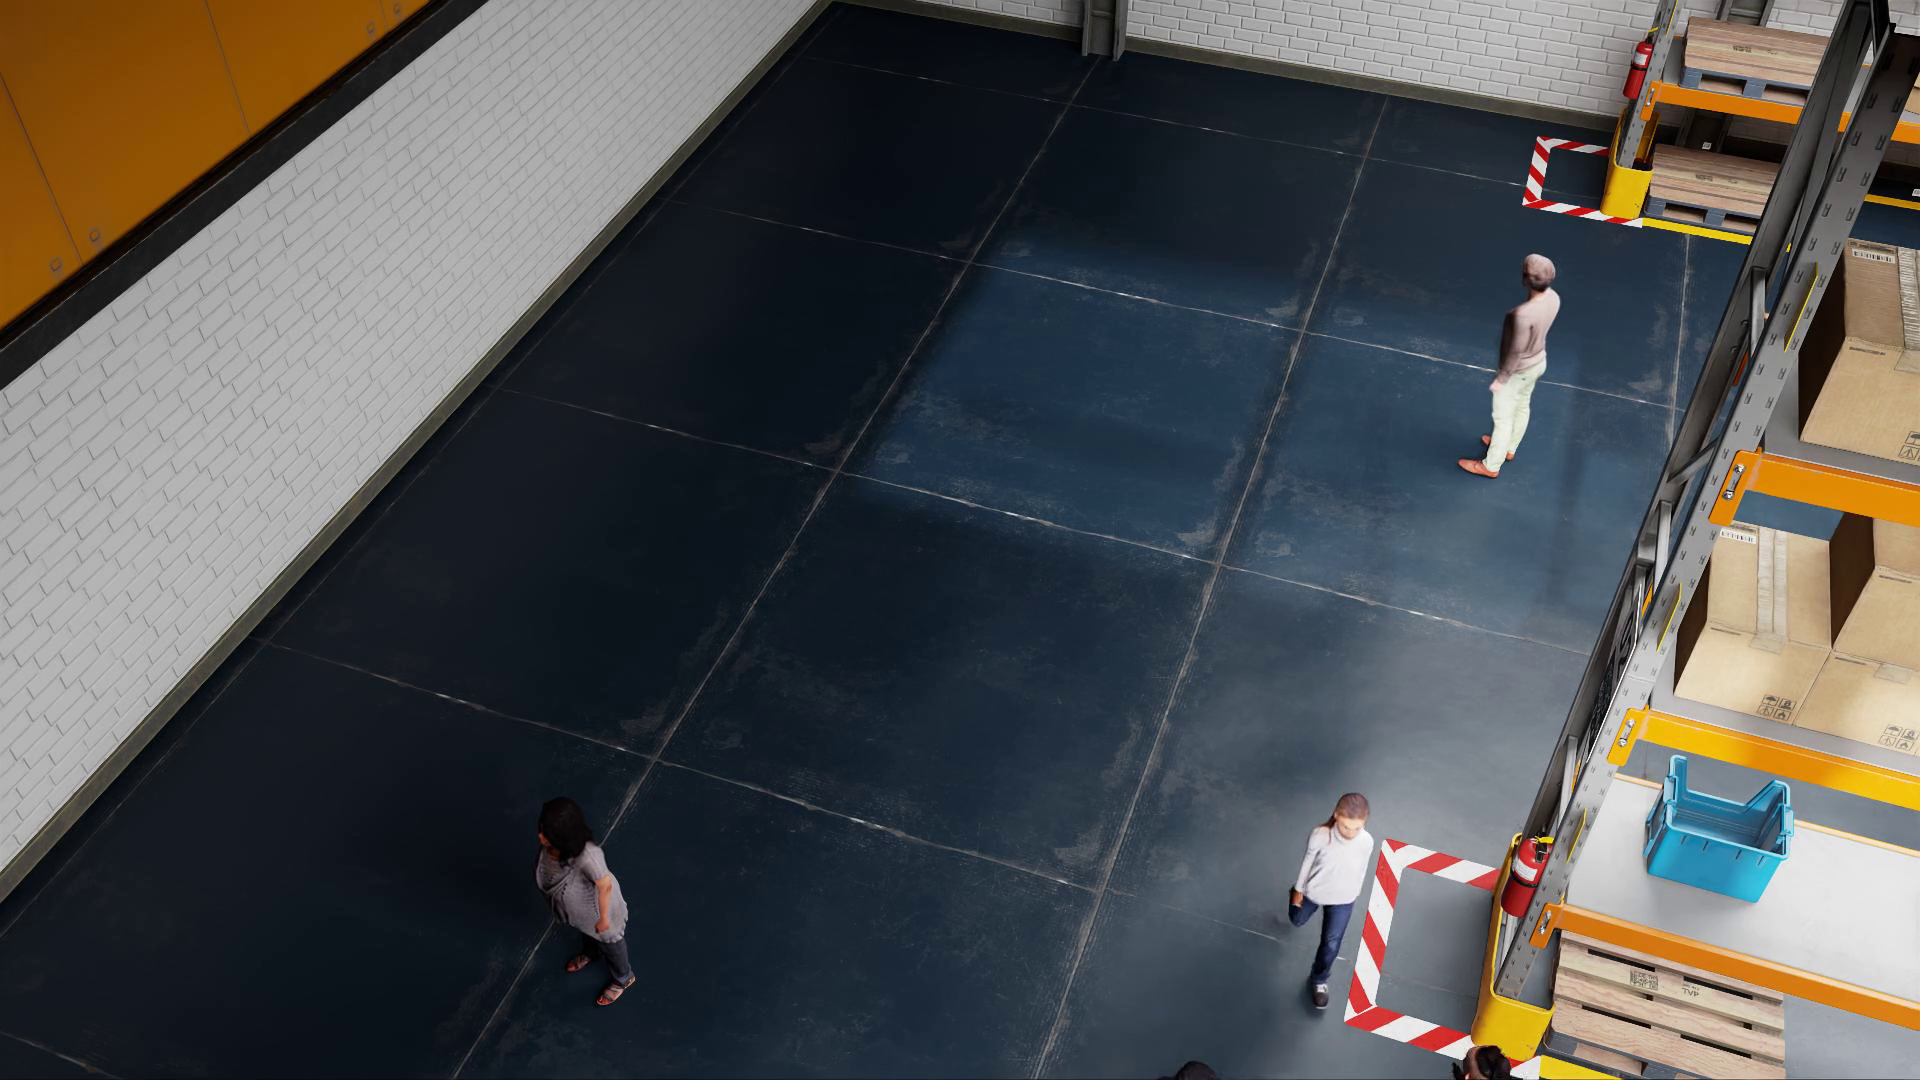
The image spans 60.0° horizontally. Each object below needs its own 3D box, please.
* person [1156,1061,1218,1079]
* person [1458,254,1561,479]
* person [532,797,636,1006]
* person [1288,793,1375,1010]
[{"bbox_3d":[1.105,2.910,7.914,0.773,1.716,0.800,24,49,23],"label":"person"},{"bbox_3d":[4.096,-1.254,12.176,0.761,1.865,0.772,34,53,30],"label":"person"},{"bbox_3d":[-2.035,1.915,9.035,0.803,1.611,0.723,-34,53,-30],"label":"person"},{"bbox_3d":[2.018,1.863,9.139,0.921,1.541,0.687,6,44,6],"label":"person"}]
